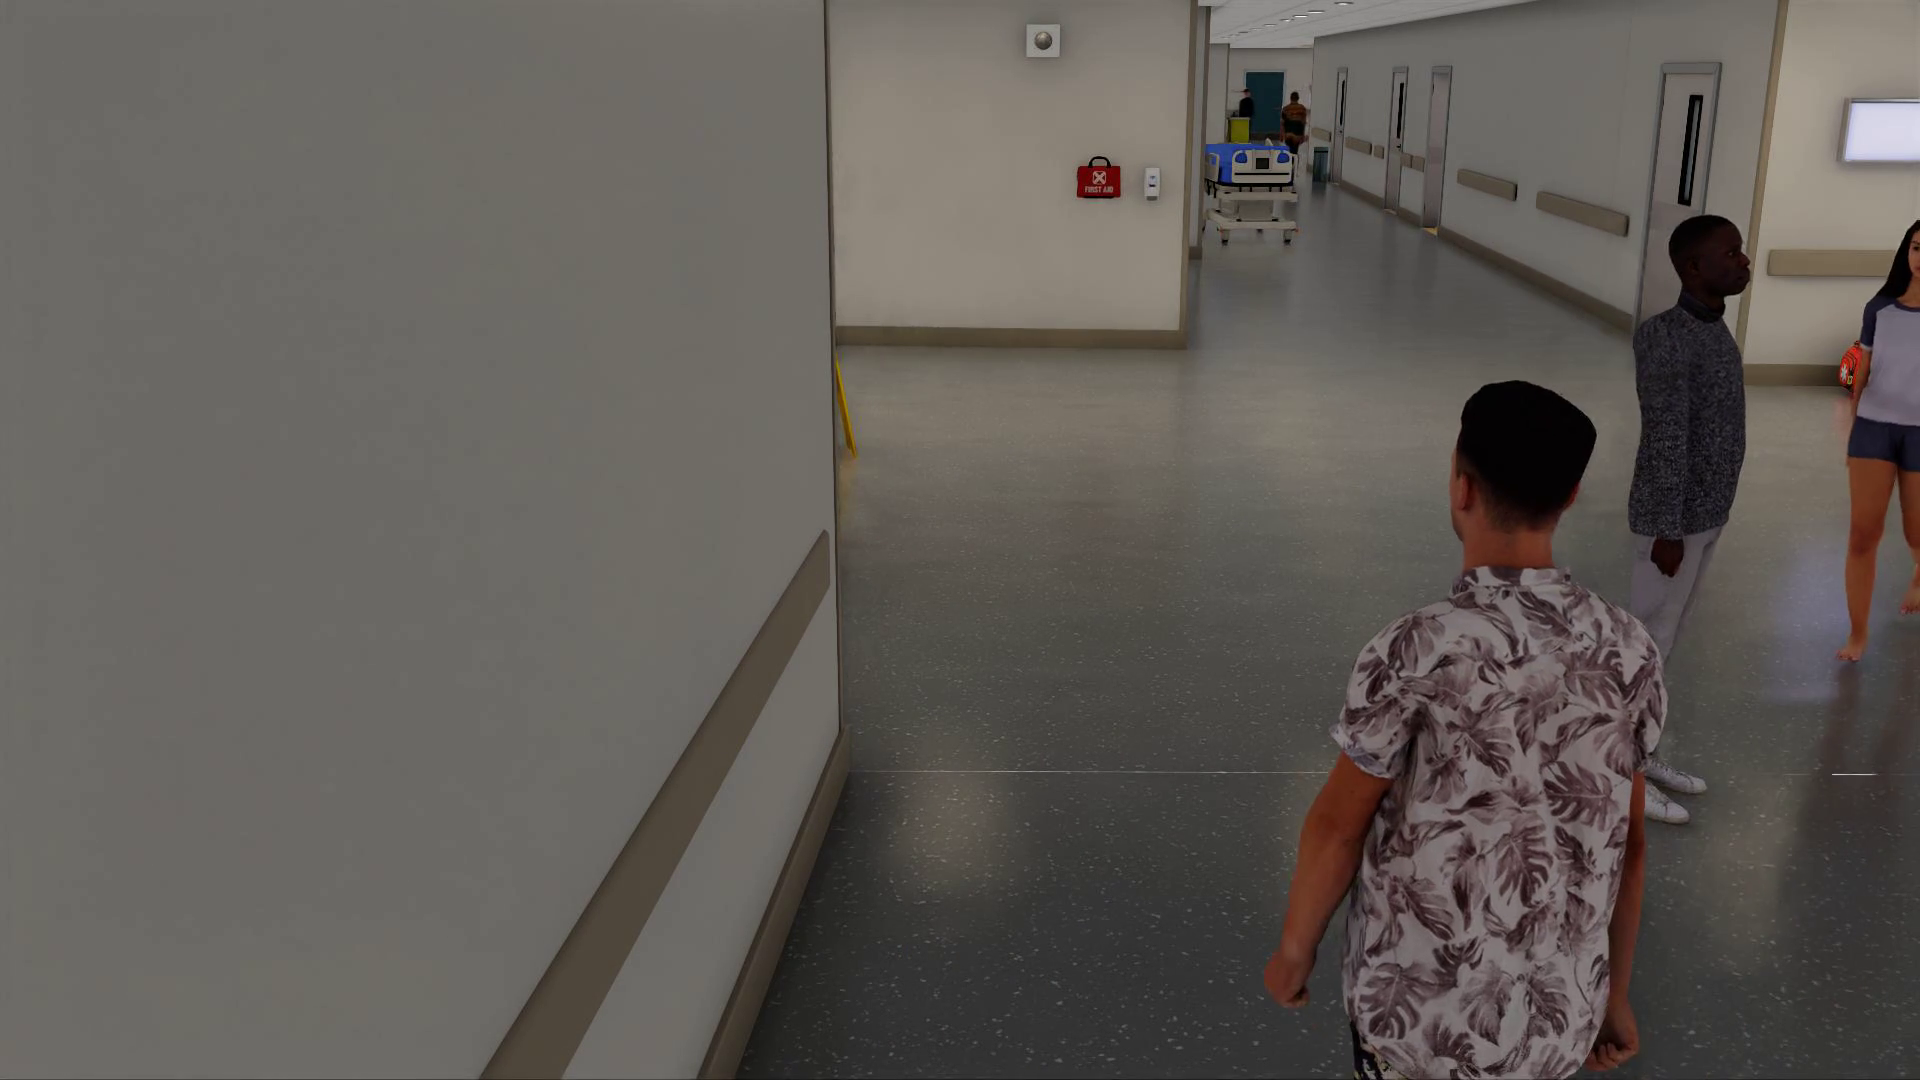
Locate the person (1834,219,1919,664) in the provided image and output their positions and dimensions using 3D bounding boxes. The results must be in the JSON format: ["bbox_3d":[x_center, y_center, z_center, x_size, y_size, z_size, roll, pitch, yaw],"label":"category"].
[{"bbox_3d":[3.701,-0.391,6.484,1.025,1.714,1.015,14,21,40],"label":"person"}]

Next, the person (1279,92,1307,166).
[{"bbox_3d":[7.091,-8.594,35.418,1.126,1.761,0.757,1,16,4],"label":"person"}]

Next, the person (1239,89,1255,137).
[{"bbox_3d":[8.956,-13.264,52.152,0.784,1.709,0.818,-3,16,-10],"label":"person"}]

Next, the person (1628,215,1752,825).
[{"bbox_3d":[2.193,-0.073,5.124,0.750,1.839,0.761,11,19,34],"label":"person"}]

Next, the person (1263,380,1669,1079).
[{"bbox_3d":[0.818,0.699,2.496,1.050,1.780,0.987,-6,17,-19],"label":"person"}]
